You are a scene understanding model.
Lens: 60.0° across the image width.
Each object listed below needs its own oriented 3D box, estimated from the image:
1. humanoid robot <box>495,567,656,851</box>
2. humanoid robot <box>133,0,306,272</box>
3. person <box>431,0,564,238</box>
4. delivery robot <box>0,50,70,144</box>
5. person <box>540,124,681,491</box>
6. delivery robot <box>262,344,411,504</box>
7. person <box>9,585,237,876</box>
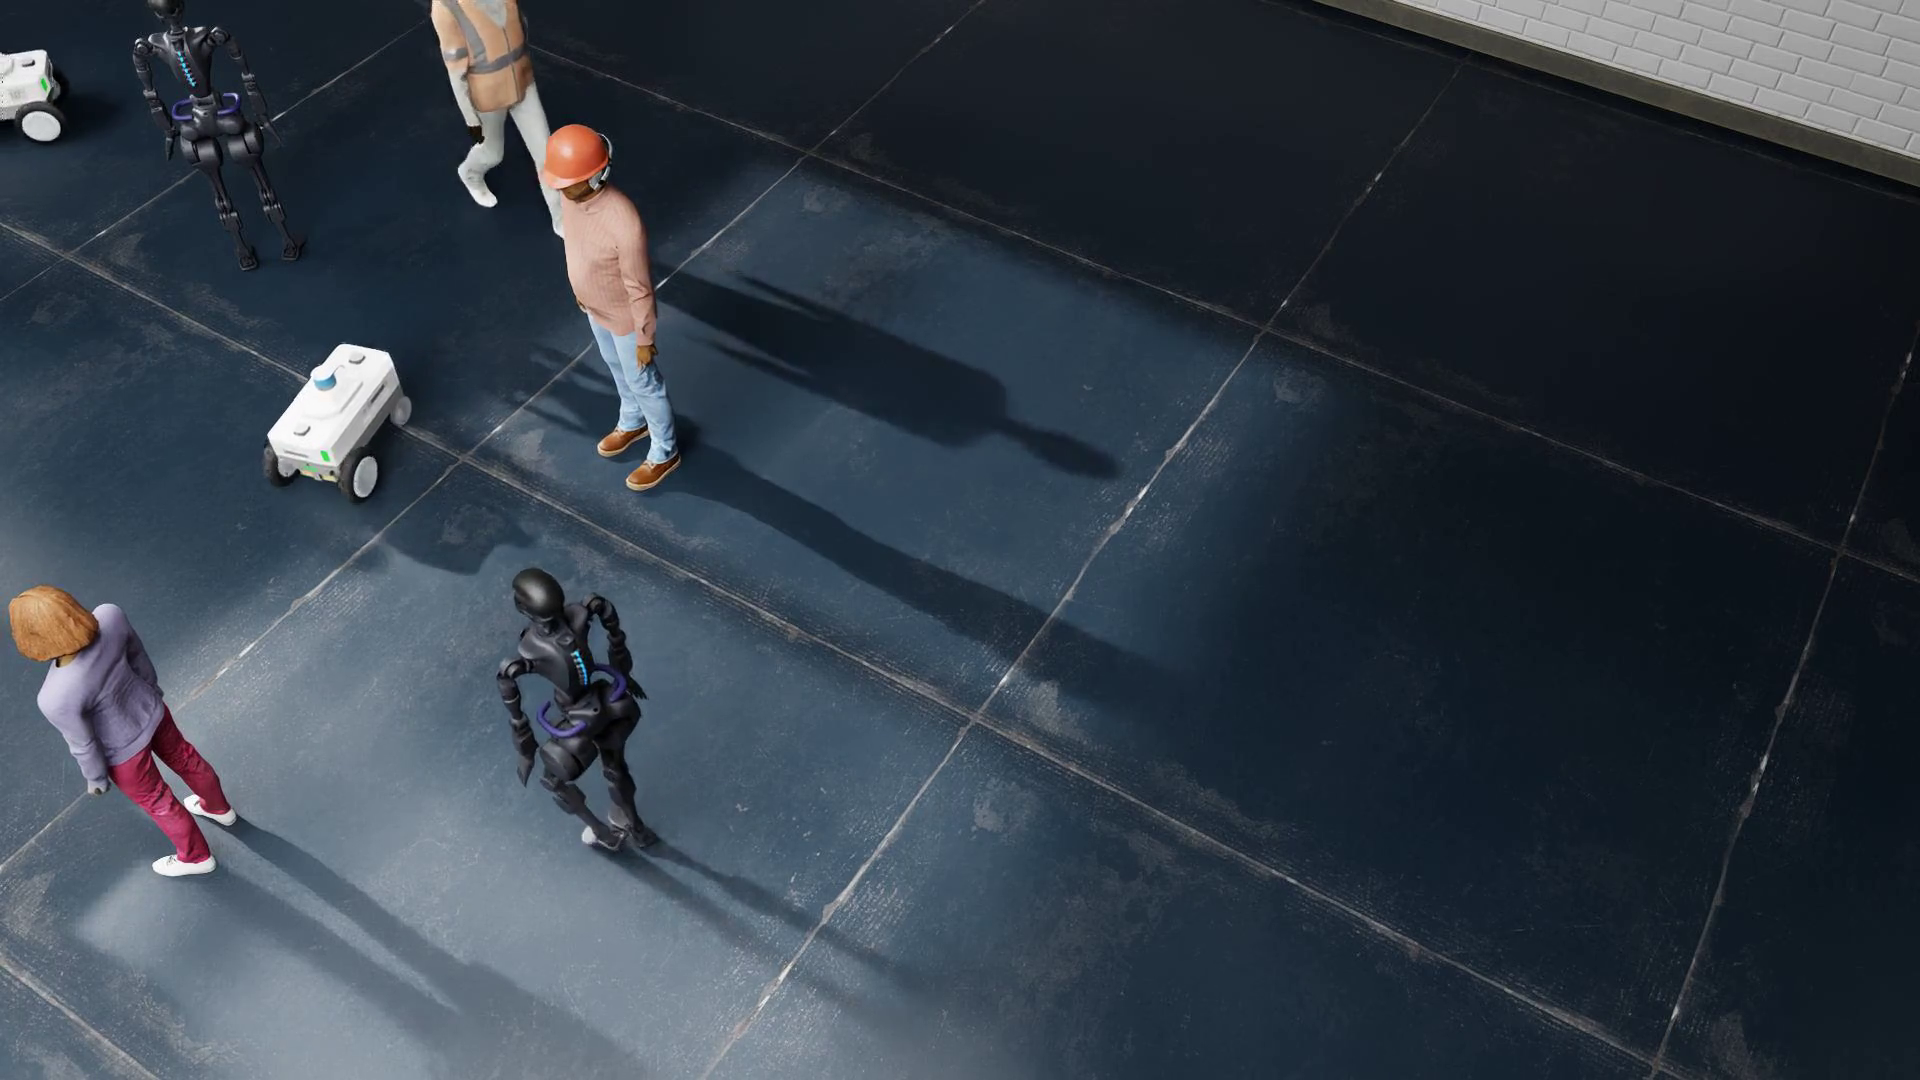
[{"bbox_3d":[-1.432,0.668,6.294,0.355,1.641,0.586,32,56,25],"label":"humanoid robot"},{"bbox_3d":[-3.926,-2.170,8.766,0.599,1.659,0.315,-11,50,-10],"label":"humanoid robot"},{"bbox_3d":[-2.490,-2.454,8.885,0.915,1.895,0.594,31,56,24],"label":"person"},{"bbox_3d":[-5.789,-2.676,9.957,0.767,0.583,0.499,-13,50,-11],"label":"delivery robot"},{"bbox_3d":[-1.589,-1.059,7.605,0.402,1.986,0.610,-32,56,-25],"label":"person"},{"bbox_3d":[-3.050,-0.581,8.141,0.499,0.606,0.794,12,50,11],"label":"delivery robot"},{"bbox_3d":[-3.147,0.724,6.274,0.284,1.633,0.497,6,49,6],"label":"person"}]
